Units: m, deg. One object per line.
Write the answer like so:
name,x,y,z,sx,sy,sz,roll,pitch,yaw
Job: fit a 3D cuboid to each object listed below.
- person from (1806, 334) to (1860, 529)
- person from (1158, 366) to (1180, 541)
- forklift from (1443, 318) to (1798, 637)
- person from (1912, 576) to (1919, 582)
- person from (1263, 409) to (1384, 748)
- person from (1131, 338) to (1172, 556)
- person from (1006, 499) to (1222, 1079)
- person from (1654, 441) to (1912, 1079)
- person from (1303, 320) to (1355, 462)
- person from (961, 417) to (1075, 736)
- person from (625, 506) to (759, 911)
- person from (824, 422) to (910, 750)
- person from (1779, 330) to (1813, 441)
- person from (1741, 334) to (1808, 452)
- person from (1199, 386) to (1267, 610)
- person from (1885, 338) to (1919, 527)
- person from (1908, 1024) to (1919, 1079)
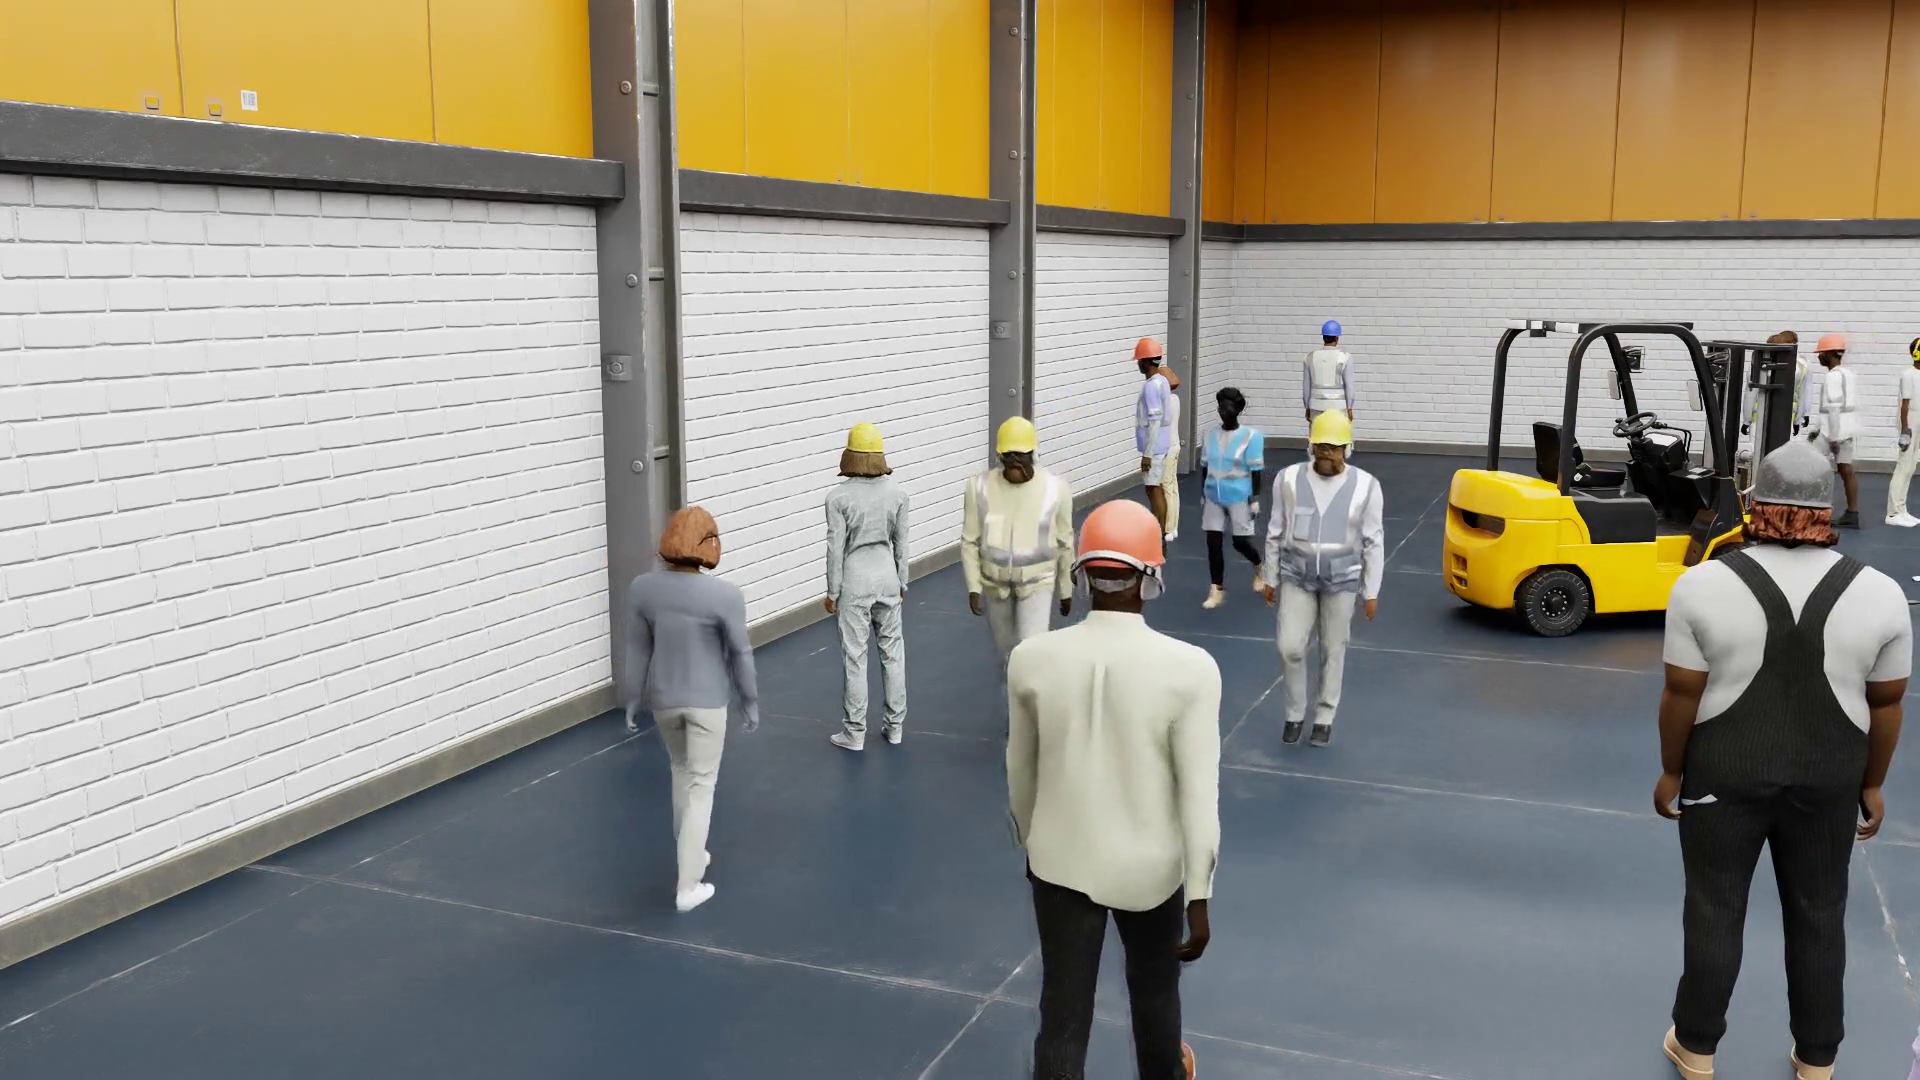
person,8.477,-1.071,16.373,0.541,1.889,0.927,-9,13,-43
person,1.911,-0.805,15.548,0.279,1.633,0.498,4,10,21
forklift,4.706,-0.497,11.990,2.313,2.155,1.214,-2,10,-10
person,8.052,-0.565,13.328,0.538,1.884,0.663,0,9,-2
person,1.908,0.221,8.772,0.628,1.814,0.518,3,10,16
person,1.680,-0.818,14.718,0.375,1.934,0.548,3,10,16
person,0.418,0.863,4.538,0.621,1.936,1.035,3,10,19
person,2.527,0.698,5.210,0.689,2.000,0.537,2,10,15
person,4.194,-1.518,18.923,0.602,1.948,0.385,6,11,30
person,0.297,0.238,8.787,0.584,1.774,0.912,2,10,11
person,-1.059,0.654,6.788,0.529,1.606,0.668,3,10,16
person,-0.501,0.245,8.861,0.490,1.744,0.295,-5,11,-29
person,9.271,-1.439,18.773,0.626,1.840,0.430,7,12,35
person,8.639,-1.266,17.718,0.624,1.844,0.430,1,9,6
person,2.067,-0.326,12.516,0.538,1.680,0.598,8,12,39
person,9.421,-1.069,16.440,0.310,1.868,0.532,9,13,44
person,1.940,1.148,2.901,0.651,1.904,0.403,1,9,3
